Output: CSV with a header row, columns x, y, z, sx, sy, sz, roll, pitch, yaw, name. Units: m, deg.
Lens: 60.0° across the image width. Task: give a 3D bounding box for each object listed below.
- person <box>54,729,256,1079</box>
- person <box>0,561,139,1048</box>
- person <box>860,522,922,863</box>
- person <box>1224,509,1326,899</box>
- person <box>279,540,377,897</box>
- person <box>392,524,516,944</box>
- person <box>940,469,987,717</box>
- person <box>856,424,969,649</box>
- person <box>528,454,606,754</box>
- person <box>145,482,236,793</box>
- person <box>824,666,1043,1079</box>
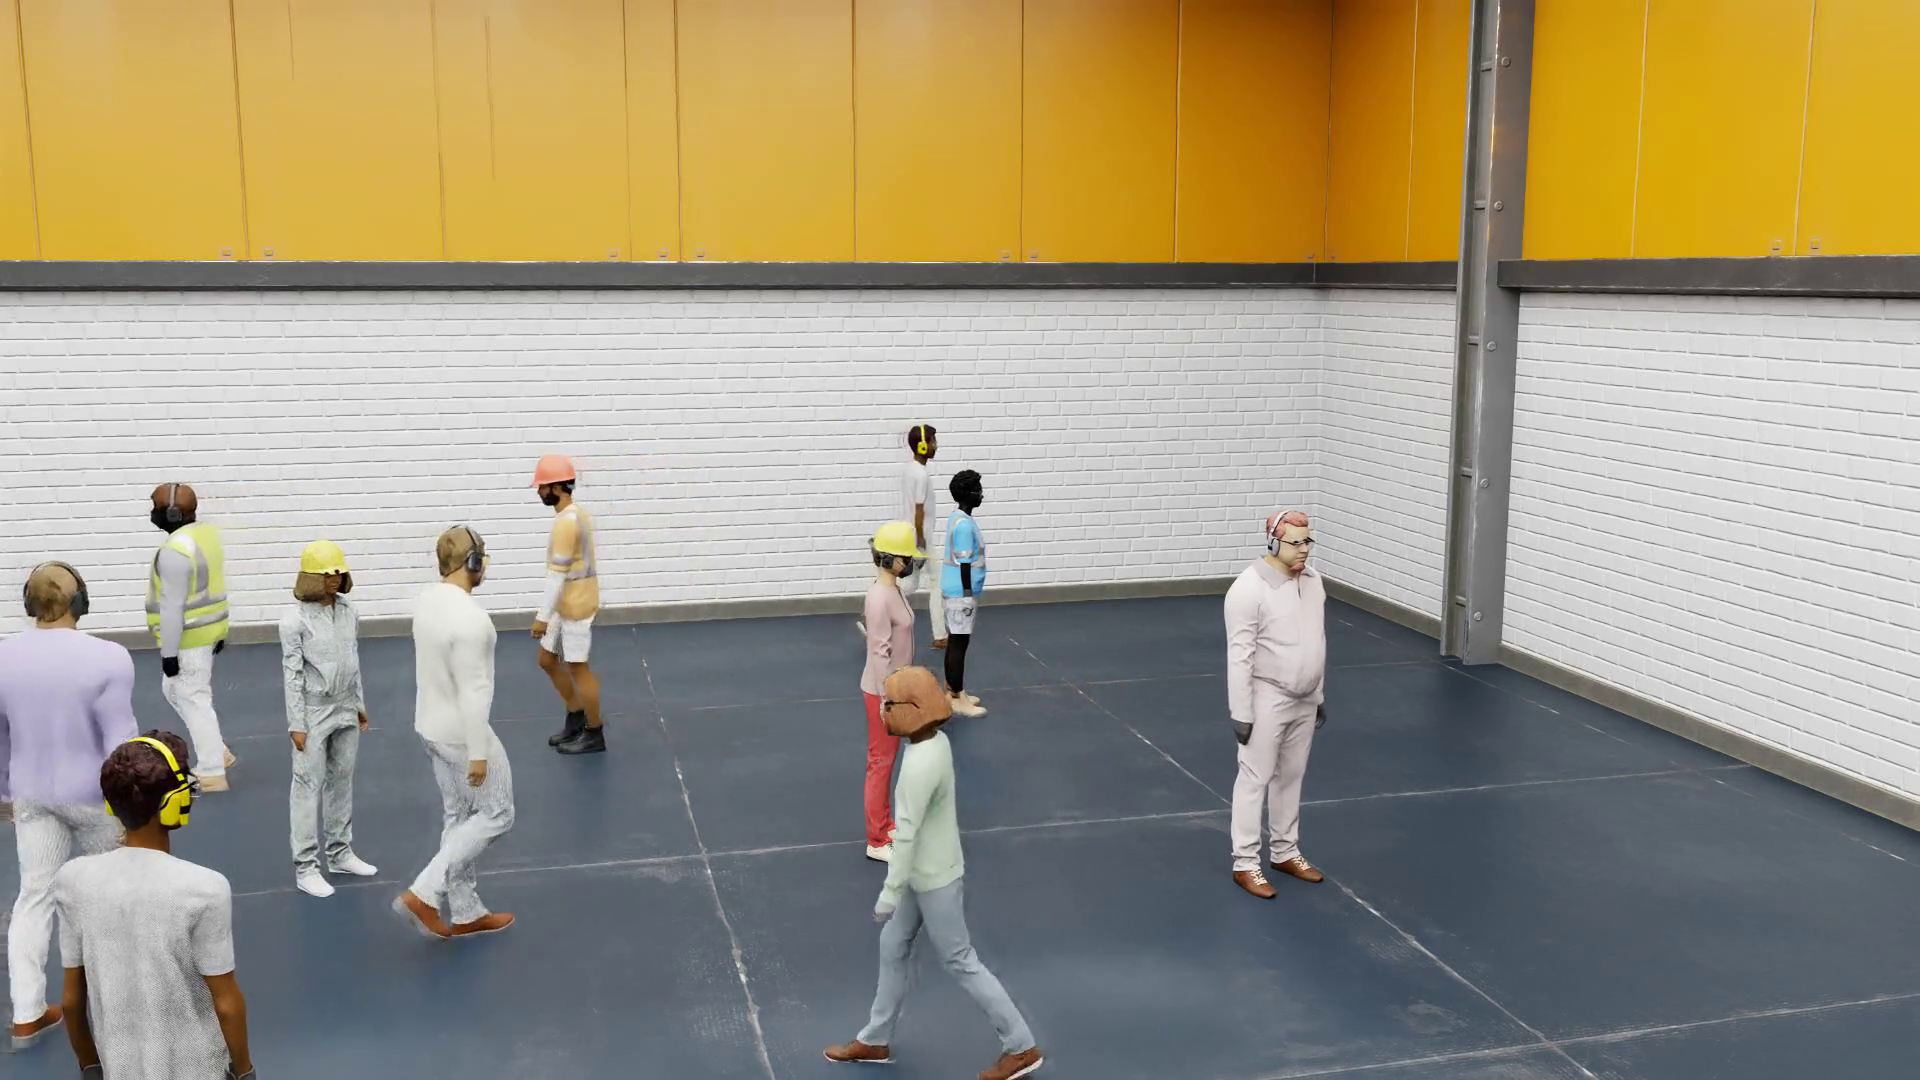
x,y,z,sx,sy,sz,roll,pitch,yaw,name
-2.063,1.412,4.343,0.514,1.872,0.328,1,9,8,person
-3.608,1.015,6.773,0.648,1.894,0.925,0,9,0,person
-0.351,0.780,8.620,0.316,1.765,0.523,1,9,5,person
1.577,0.789,8.147,0.643,1.900,0.404,-8,12,-40,person
-3.101,0.858,8.189,0.323,1.743,0.489,4,10,22,person
-2.292,0.890,7.486,0.512,1.912,0.636,-7,12,-38,person
0.024,0.357,11.458,0.322,1.696,0.536,-1,9,-5,person
-0.387,-0.008,13.333,0.841,1.837,0.521,-2,9,-15,person
-2.475,0.420,10.419,0.518,1.913,0.541,-2,9,-11,person
-4.501,0.574,9.681,0.444,1.830,0.648,-1,9,-6,person
-0.079,1.251,6.221,0.831,1.589,0.500,0,9,3,person
